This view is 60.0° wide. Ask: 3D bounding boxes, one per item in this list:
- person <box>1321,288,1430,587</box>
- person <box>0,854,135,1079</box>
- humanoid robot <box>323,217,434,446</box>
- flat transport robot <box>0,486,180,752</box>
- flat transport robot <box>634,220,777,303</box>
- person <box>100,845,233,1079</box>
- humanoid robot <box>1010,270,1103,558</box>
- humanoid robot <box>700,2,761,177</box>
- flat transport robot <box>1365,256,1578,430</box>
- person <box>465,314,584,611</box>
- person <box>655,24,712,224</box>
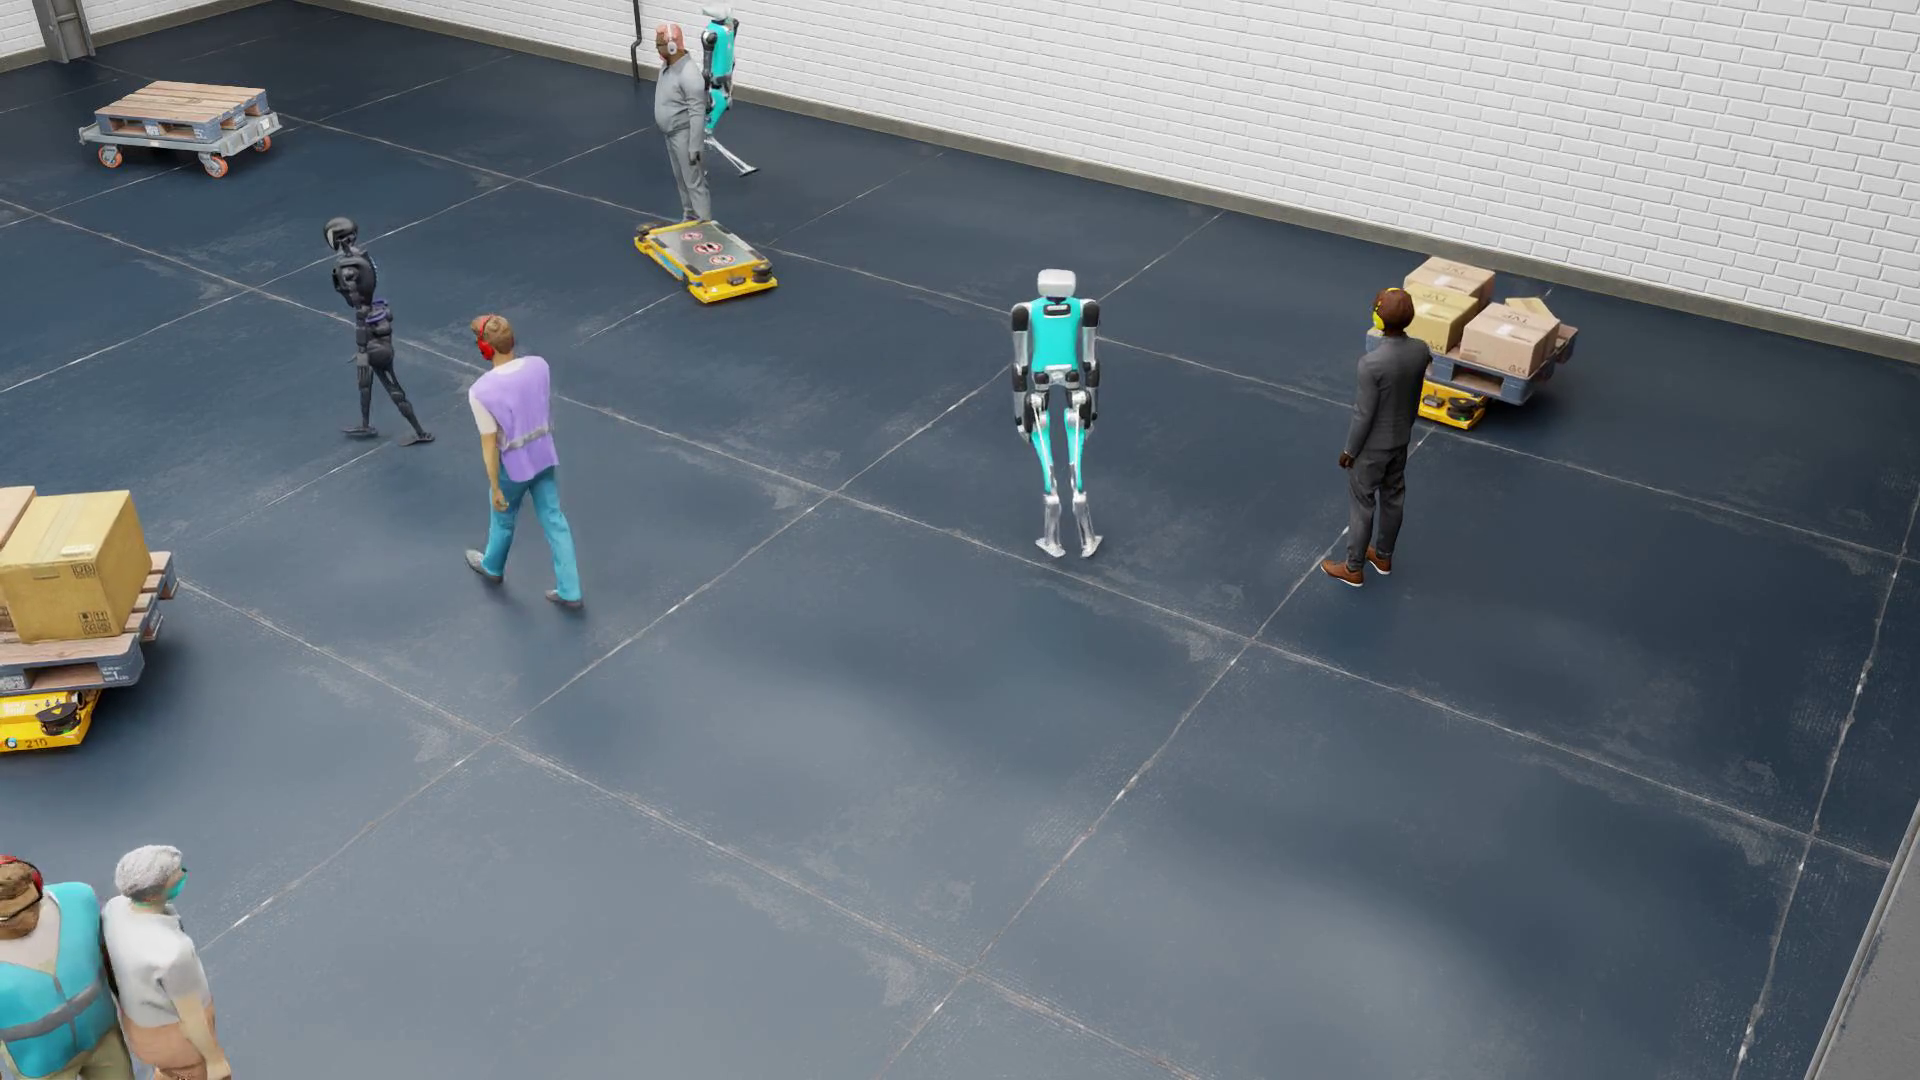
[{"bbox_3d":[2.436,-0.586,9.685,0.491,1.874,0.355,-17,37,-25],"label":"person"},{"bbox_3d":[-3.215,1.828,5.978,0.395,1.854,0.576,17,36,25],"label":"person"},{"bbox_3d":[-3.970,-1.367,11.097,0.630,1.636,0.598,-8,34,-12],"label":"humanoid robot"},{"bbox_3d":[-5.050,0.657,9.234,0.659,0.231,1.431,-5,33,-7],"label":"flat transport robot"},{"bbox_3d":[-2.151,-2.373,13.949,0.659,0.231,1.431,-19,37,-27],"label":"flat transport robot"},{"bbox_3d":[-2.921,1.801,6.130,0.538,1.708,0.446,25,40,33],"label":"person"},{"bbox_3d":[0.612,-0.673,9.944,0.564,1.754,0.789,-4,33,-6],"label":"humanoid robot"},{"bbox_3d":[-2.371,-4.074,15.236,0.998,1.718,0.548,12,35,18],"label":"humanoid robot"},{"bbox_3d":[3.702,-1.235,12.178,0.659,0.231,1.431,22,39,31],"label":"flat transport robot"},{"bbox_3d":[-2.579,-0.452,9.543,0.938,1.798,0.580,22,39,31],"label":"person"},{"bbox_3d":[-2.354,-3.393,14.024,0.404,1.904,0.646,-16,36,-23],"label":"person"}]
